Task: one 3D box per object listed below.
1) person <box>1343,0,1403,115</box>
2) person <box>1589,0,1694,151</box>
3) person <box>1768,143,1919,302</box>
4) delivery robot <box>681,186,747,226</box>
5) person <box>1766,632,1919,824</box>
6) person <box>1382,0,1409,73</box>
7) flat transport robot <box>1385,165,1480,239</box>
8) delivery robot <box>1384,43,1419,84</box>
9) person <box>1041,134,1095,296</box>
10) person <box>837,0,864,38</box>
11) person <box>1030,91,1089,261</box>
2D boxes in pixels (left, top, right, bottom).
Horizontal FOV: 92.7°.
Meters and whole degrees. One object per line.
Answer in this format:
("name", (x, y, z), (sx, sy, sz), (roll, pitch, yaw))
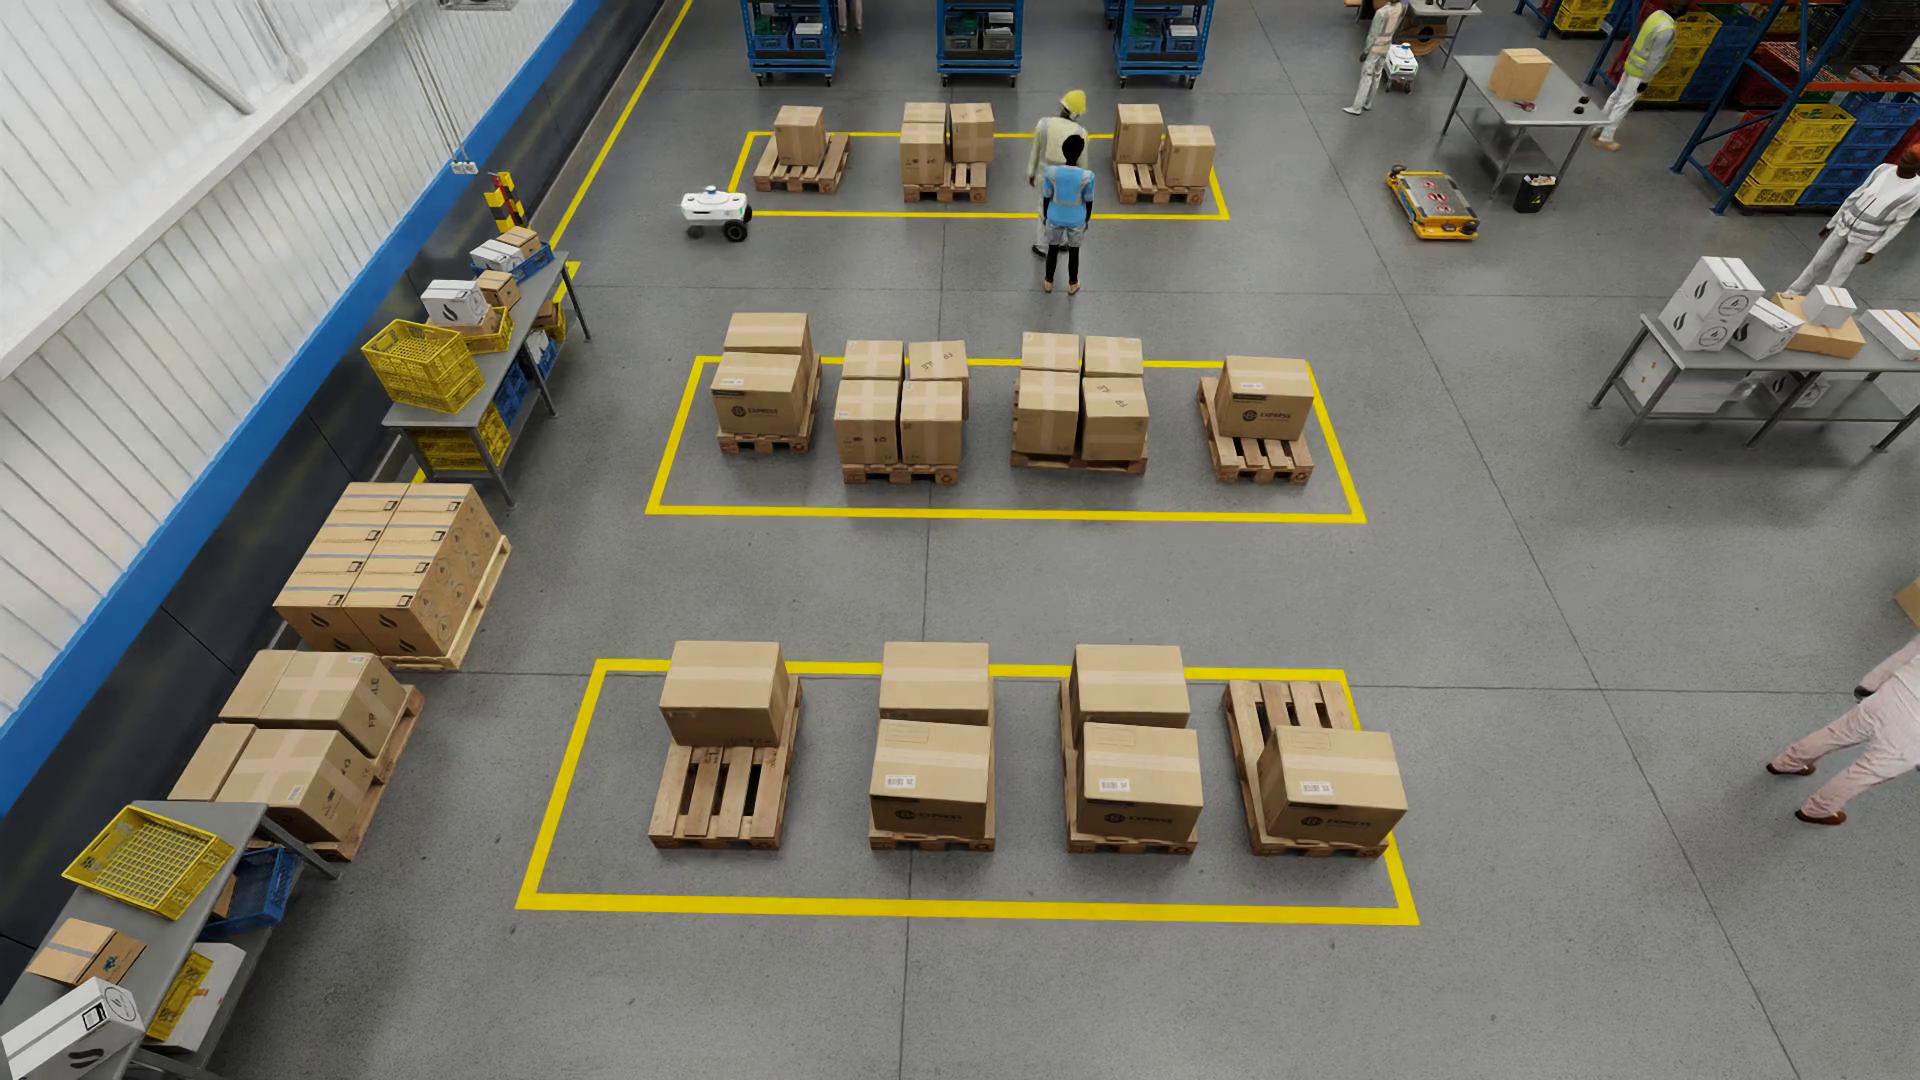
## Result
("person", (5.595, -6.587, 12.315), (0.515, 1.641, 0.315), (-28, 55, -22))
("person", (8.645, -5.946, 11.632), (0.429, 1.839, 0.633), (9, 50, 8))
("person", (8.847, -3.015, 9.064), (0.355, 1.887, 0.574), (-11, 50, -10))
("delivery robot", (-2.833, -3.845, 10.594), (0.707, 0.478, 0.477), (-1, 49, 0))
("person", (5.721, 1.082, 5.514), (0.401, 1.900, 0.650), (1, 49, 1))
("person", (6.356, -7.814, 13.192), (0.366, 1.932, 0.630), (13, 50, 11))
("flat transport robot", (5.692, -4.094, 11.059), (0.652, 0.197, 1.431), (1, 49, 1))
("delivery robot", (6.372, -6.919, 13.258), (0.477, 0.478, 0.707), (5, 49, 4))
("person", (1.097, -3.322, 9.453), (0.540, 1.695, 0.317), (10, 50, 8))
("person", (-1.734, -8.814, 14.024), (0.628, 1.981, 0.410), (-19, 52, -16))
("person", (1.047, -3.910, 9.909), (0.637, 1.787, 0.530), (17, 51, 14))
